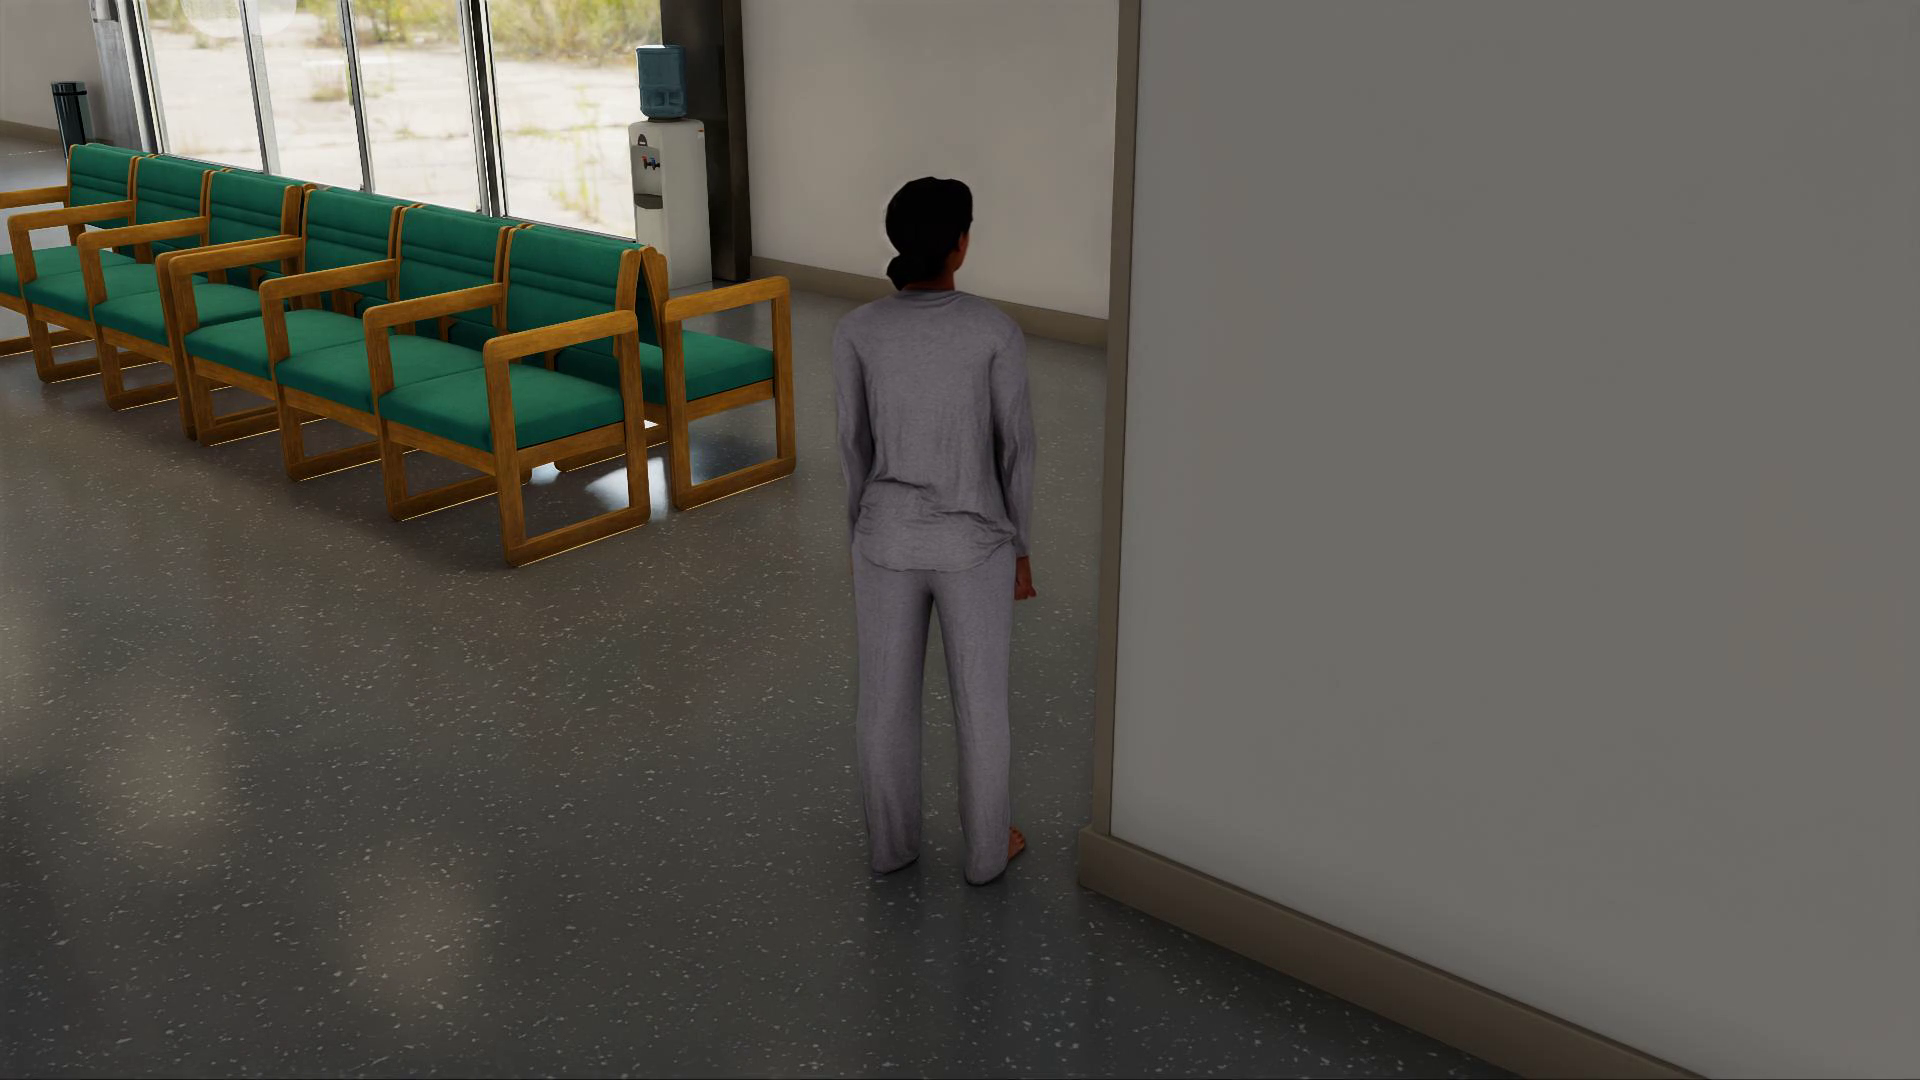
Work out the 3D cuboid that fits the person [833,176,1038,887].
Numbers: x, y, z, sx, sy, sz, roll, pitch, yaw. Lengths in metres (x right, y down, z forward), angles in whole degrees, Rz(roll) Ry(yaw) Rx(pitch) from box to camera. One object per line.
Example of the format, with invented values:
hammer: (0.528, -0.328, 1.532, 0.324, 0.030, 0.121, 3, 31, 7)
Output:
person: (-0.061, 0.008, 3.974, 0.709, 1.737, 0.699, 5, 21, 12)
